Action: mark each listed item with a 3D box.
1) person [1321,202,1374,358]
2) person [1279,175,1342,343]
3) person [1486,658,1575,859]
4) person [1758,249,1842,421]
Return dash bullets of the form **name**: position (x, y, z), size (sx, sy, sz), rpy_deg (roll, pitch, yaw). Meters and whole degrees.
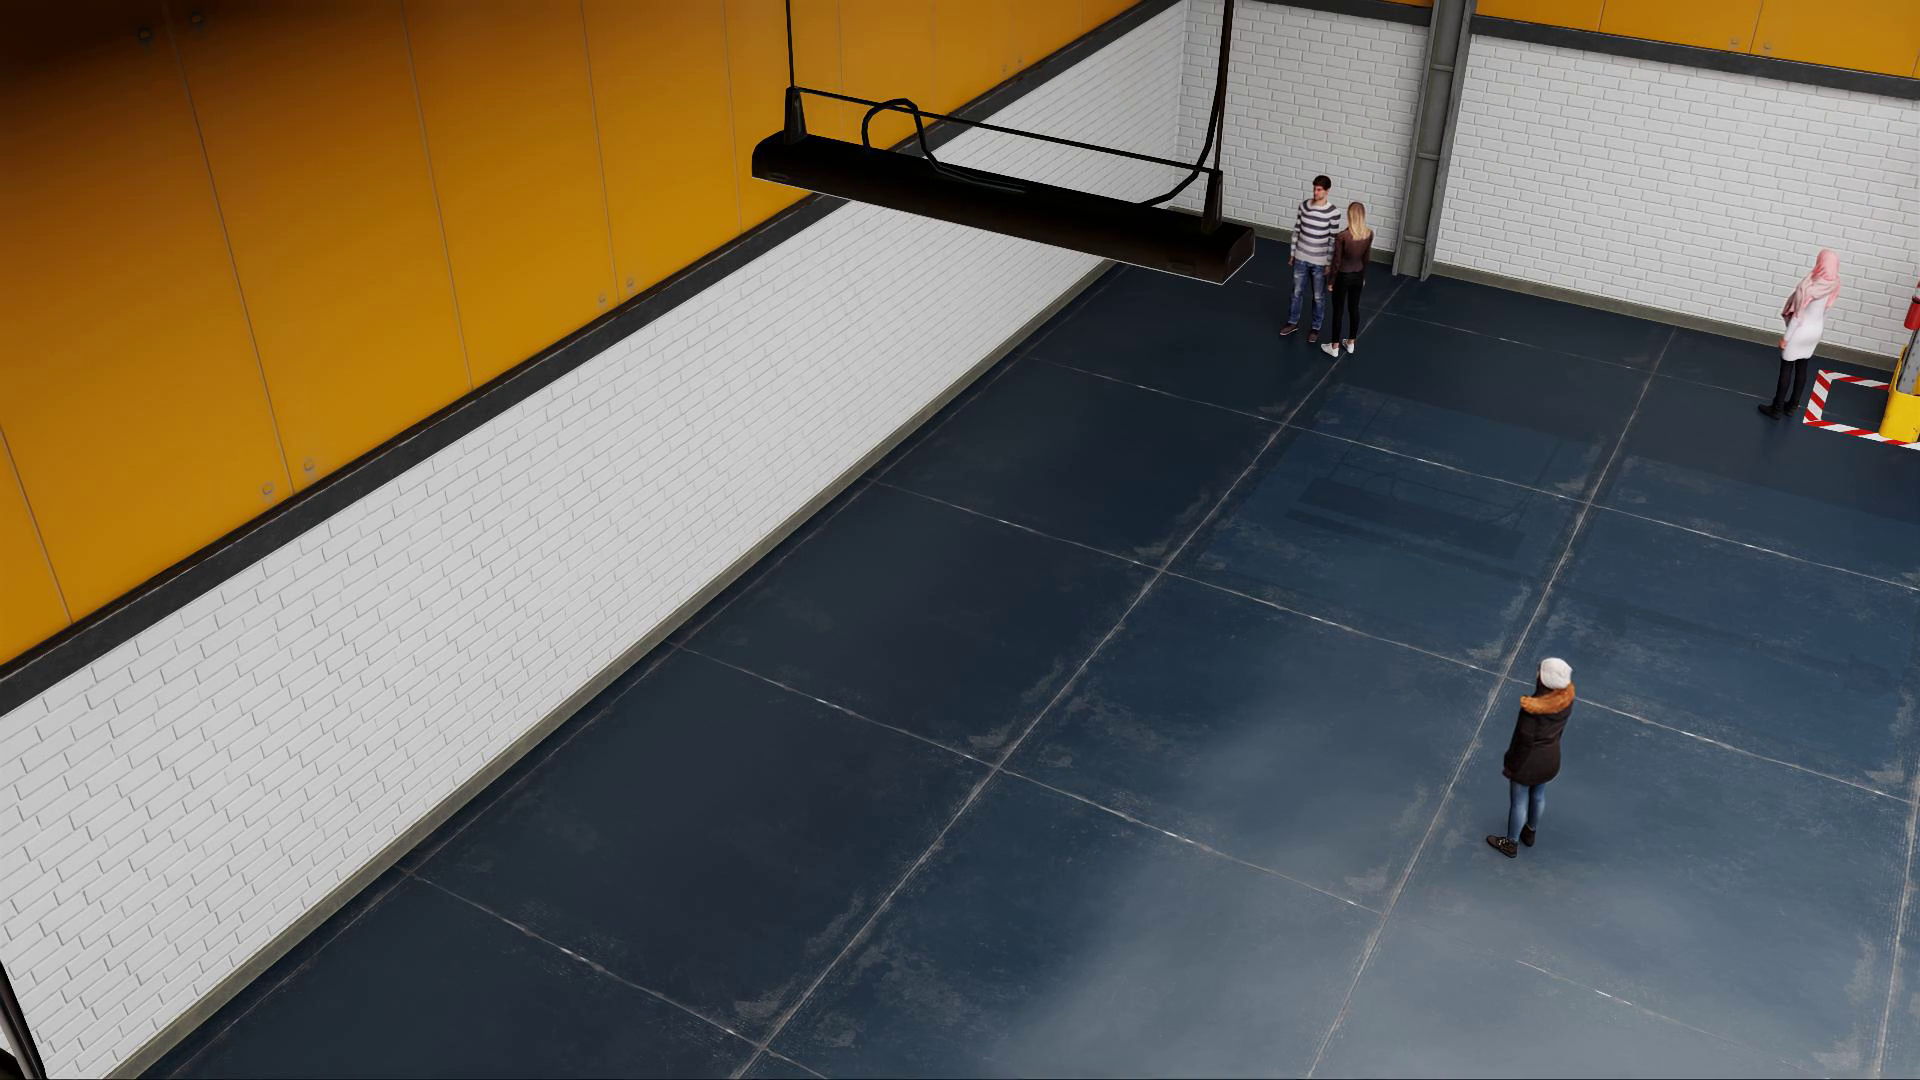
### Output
- **person**: position (4.118, -2.770, 17.647), size (0.672, 1.703, 0.705), rpy_deg (-12, 35, -17)
- **person**: position (3.804, -3.057, 17.942), size (0.475, 1.854, 0.715), rpy_deg (20, 38, 27)
- **person**: position (3.911, 1.471, 11.329), size (0.734, 1.634, 0.753), rpy_deg (-19, 38, -26)
- **person**: position (8.344, -2.035, 16.450), size (0.741, 1.804, 0.796), rpy_deg (-10, 35, -14)
